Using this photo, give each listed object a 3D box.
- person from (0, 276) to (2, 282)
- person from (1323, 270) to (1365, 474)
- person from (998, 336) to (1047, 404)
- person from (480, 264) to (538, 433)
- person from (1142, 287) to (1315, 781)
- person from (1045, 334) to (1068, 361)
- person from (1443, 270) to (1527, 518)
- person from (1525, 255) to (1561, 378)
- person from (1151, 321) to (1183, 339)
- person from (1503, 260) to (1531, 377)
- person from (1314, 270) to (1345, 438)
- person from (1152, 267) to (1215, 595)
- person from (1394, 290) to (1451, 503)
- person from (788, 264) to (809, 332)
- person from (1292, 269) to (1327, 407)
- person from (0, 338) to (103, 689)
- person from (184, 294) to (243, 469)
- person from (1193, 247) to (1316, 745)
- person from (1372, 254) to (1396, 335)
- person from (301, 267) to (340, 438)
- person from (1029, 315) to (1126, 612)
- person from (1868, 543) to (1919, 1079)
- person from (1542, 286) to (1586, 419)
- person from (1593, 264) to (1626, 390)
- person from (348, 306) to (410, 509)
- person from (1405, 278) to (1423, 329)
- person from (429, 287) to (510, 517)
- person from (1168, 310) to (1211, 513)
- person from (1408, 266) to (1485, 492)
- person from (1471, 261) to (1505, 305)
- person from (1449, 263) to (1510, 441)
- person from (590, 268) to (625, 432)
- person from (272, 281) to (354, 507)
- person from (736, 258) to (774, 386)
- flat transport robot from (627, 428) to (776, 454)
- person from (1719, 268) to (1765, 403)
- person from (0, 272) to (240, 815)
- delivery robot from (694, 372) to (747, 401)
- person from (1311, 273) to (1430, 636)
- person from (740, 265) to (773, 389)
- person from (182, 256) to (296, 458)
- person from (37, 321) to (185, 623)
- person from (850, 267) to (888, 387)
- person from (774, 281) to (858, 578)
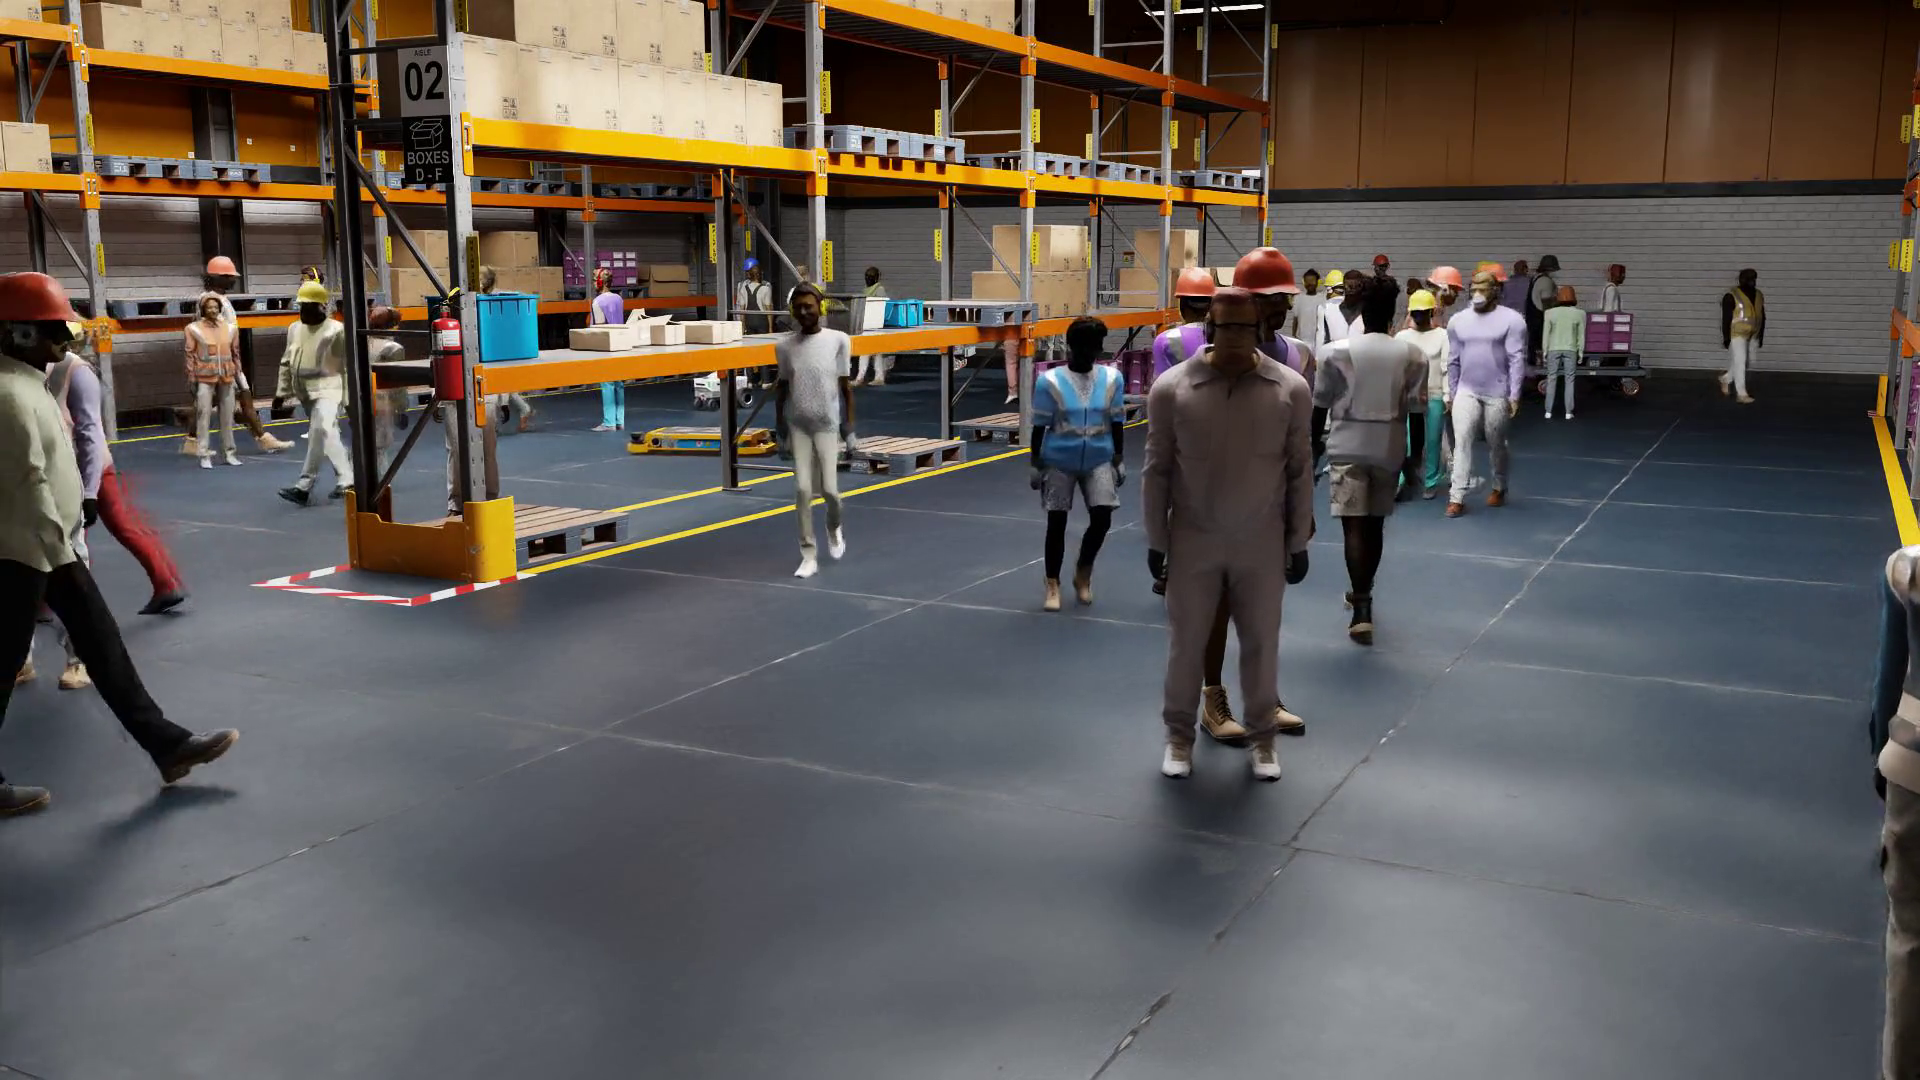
[{"bbox_3d":[-8.734,-1.521,15.135,0.554,1.878,0.989,-4,10,-20],"label":"person"},{"bbox_3d":[3.667,-1.572,15.484,0.608,1.874,0.992,6,11,29],"label":"person"},{"bbox_3d":[0.846,-2.752,22.352,0.683,1.882,0.560,0,10,-2],"label":"person"},{"bbox_3d":[-5.082,-2.089,18.374,0.865,1.911,0.631,-8,13,-38],"label":"person"},{"bbox_3d":[1.028,-0.013,6.376,0.660,1.898,0.395,1,10,4],"label":"person"},{"bbox_3d":[1.521,-3.406,25.921,0.591,1.927,0.366,3,10,15],"label":"person"},{"bbox_3d":[4.104,-1.149,12.978,0.646,1.898,1.000,7,12,33],"label":"person"},{"bbox_3d":[8.894,-3.356,25.303,0.535,2.000,0.757,0,10,-2],"label":"person"},{"bbox_3d":[3.196,-3.219,25.167,0.616,1.812,0.674,0,10,2],"label":"person"},{"bbox_3d":[9.154,-3.630,27.279,0.649,1.906,0.401,7,12,36],"label":"person"},{"bbox_3d":[4.103,-2.039,18.282,0.600,1.831,0.404,-6,12,-33],"label":"person"},{"bbox_3d":[1.361,-0.622,9.772,0.552,1.937,0.356,-3,10,-18],"label":"person"},{"bbox_3d":[3.721,-1.146,13.419,0.540,1.718,0.895,6,11,29],"label":"person"},{"bbox_3d":[-1.801,-2.293,19.593,0.411,1.899,0.735,3,10,18],"label":"person"},{"bbox_3d":[4.424,-2.486,20.917,0.538,1.827,0.969,4,10,20],"label":"person"},{"bbox_3d":[-4.304,-0.217,7.710,0.621,1.845,0.429,0,10,-2],"label":"person"},{"bbox_3d":[-7.040,-1.498,15.708,0.310,1.638,0.521,9,13,42],"label":"person"},{"bbox_3d":[1.236,-0.179,6.907,0.607,2.044,0.378,-6,11,-30],"label":"person"},{"bbox_3d":[6.796,-3.618,26.950,0.622,1.994,0.381,-6,11,-31],"label":"person"},{"bbox_3d":[-6.966,-2.014,18.025,0.329,1.873,0.512,-10,14,-44],"label":"person"},{"bbox_3d":[0.661,-0.421,9.337,0.568,1.676,0.377,-1,10,-8],"label":"person"},{"bbox_3d":[2.309,0.568,3.773,0.417,1.622,0.529,-7,12,-37],"label":"person"},{"bbox_3d":[7.371,-2.288,20.328,0.500,1.625,0.292,3,10,19],"label":"person"},{"bbox_3d":[9.652,-3.127,24.510,0.553,1.862,0.571,3,10,15],"label":"person"},{"bbox_3d":[-4.463,-0.989,12.820,0.529,1.607,0.532,6,12,31],"label":"person"},{"bbox_3d":[6.943,-3.196,25.557,0.280,1.633,0.502,1,10,6],"label":"person"},{"bbox_3d":[-3.627,-1.036,12.316,0.574,1.887,0.355,-2,10,-10],"label":"person"},{"bbox_3d":[1.734,-0.935,12.291,0.505,1.691,0.922,3,10,18],"label":"person"},{"bbox_3d":[3.834,-1.327,13.967,1.108,1.918,0.678,4,11,24],"label":"person"},{"bbox_3d":[7.035,-2.775,22.322,0.582,1.915,0.425,-7,12,-35],"label":"person"},{"bbox_3d":[5.624,-2.018,17.922,0.655,1.914,0.555,9,13,43],"label":"person"},{"bbox_3d":[-3.982,-2.141,18.829,0.389,1.847,0.567,2,10,14],"label":"person"},{"bbox_3d":[-5.234,-1.178,13.417,0.596,1.784,0.916,5,11,26],"label":"person"},{"bbox_3d":[-3.131,-3.310,25.305,0.609,1.946,0.405,4,11,22],"label":"person"},{"bbox_3d":[-2.581,-1.014,16.864,1.431,0.197,0.652,1,10,7],"label":"flat transport robot"},{"bbox_3d":[10.631,-2.790,22.659,0.638,1.820,0.683,-3,10,-18],"label":"person"},{"bbox_3d":[-3.211,0.023,6.003,0.993,1.943,0.656,-3,10,-19],"label":"person"},{"bbox_3d":[-3.092,-2.003,21.494,0.477,0.478,0.707,8,13,39],"label":"delivery robot"},{"bbox_3d":[2.192,-0.469,8.944,0.602,1.924,0.997,0,10,-2],"label":"person"},{"bbox_3d":[-3.025,-3.166,24.783,0.505,1.842,0.349,3,10,17],"label":"person"},{"bbox_3d":[-7.237,-1.798,16.438,1.027,1.988,0.616,-2,10,-10],"label":"person"},{"bbox_3d":[-4.789,-0.401,9.133,0.913,1.720,0.517,-2,10,-11],"label":"person"},{"bbox_3d":[-1.441,-3.216,25.198,0.740,1.804,0.614,-3,10,-19],"label":"person"},{"bbox_3d":[-0.905,-0.702,10.488,0.543,1.852,0.538,1,10,8],"label":"person"}]
